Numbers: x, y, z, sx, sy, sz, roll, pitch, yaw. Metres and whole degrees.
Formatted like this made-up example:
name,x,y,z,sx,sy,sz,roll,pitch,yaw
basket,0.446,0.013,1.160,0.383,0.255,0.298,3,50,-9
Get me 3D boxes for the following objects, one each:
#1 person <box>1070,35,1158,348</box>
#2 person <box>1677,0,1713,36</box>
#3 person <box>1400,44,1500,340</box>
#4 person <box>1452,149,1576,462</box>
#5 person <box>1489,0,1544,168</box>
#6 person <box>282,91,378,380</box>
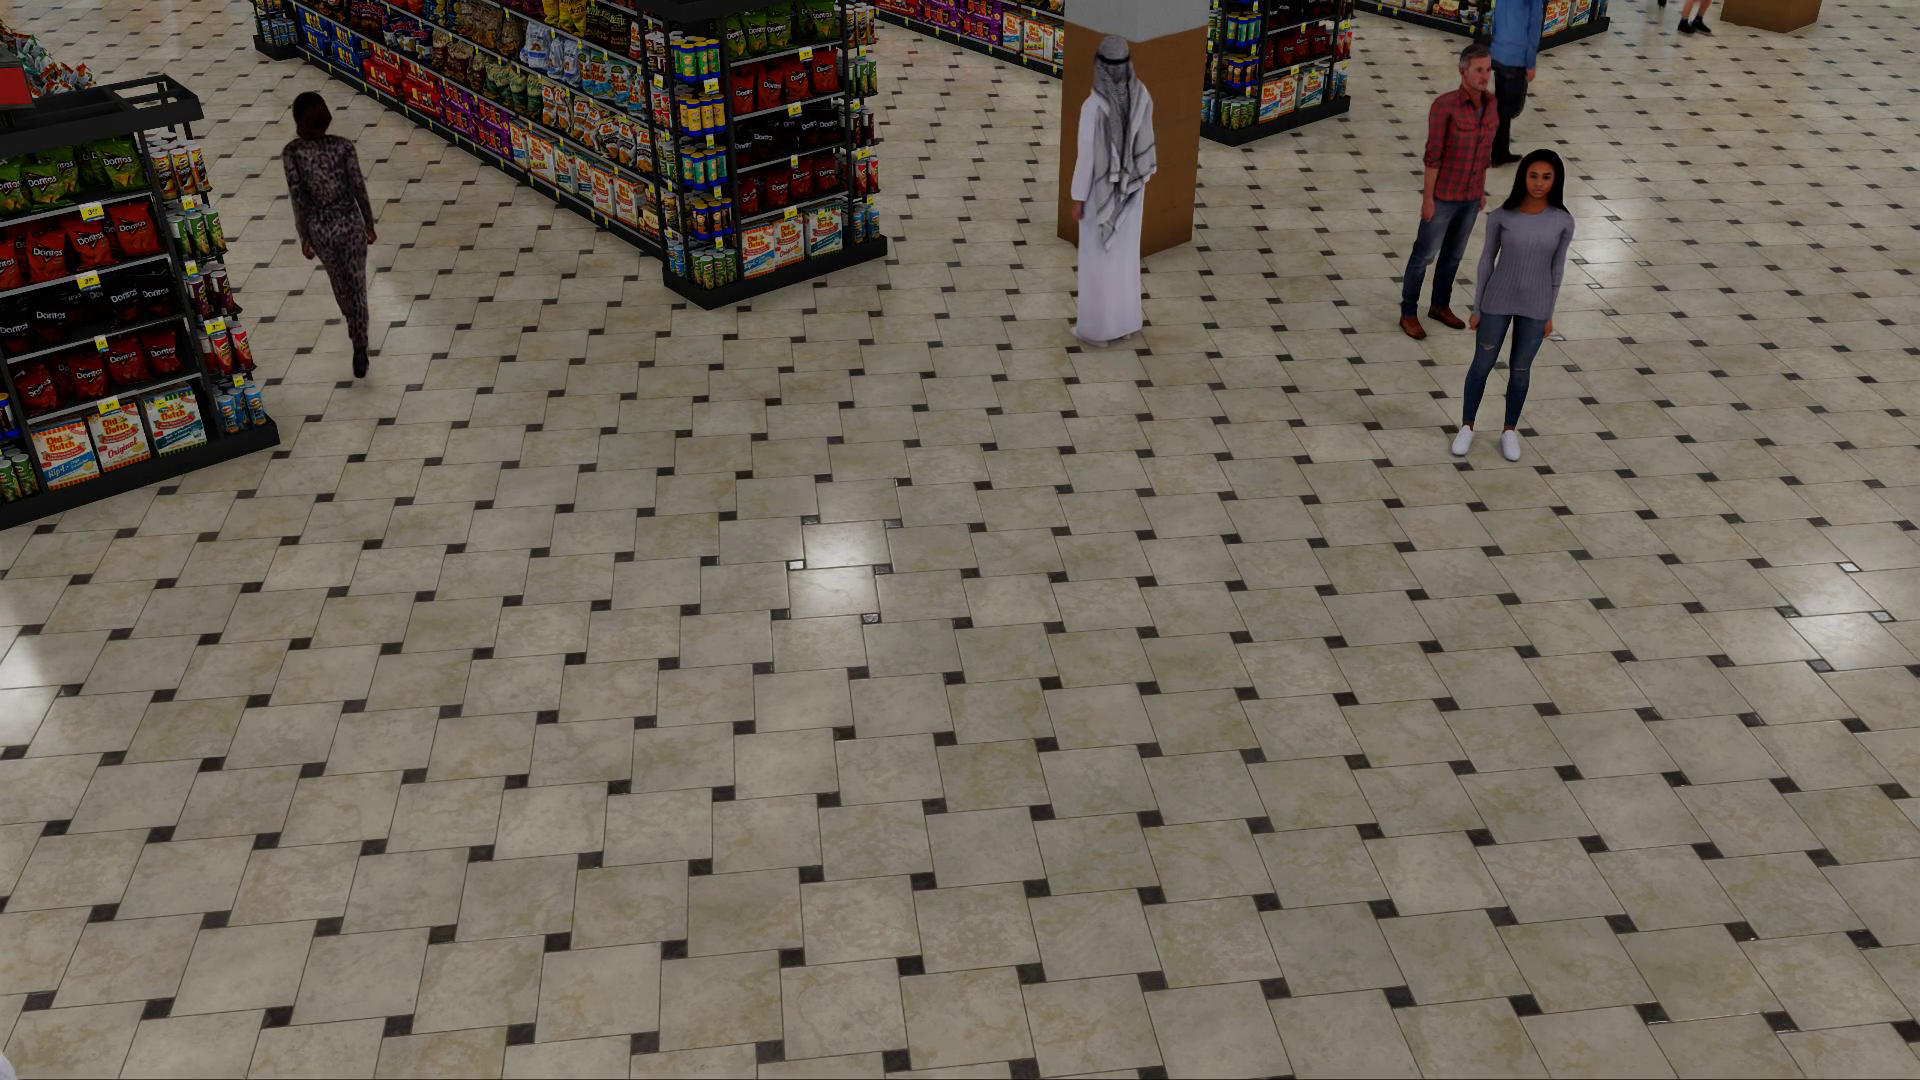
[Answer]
name,x,y,z,sx,sy,sz,roll,pitch,yaw
person,0.933,-2.121,10.199,0.737,1.931,0.690,-17,36,-25
person,7.425,-5.753,16.503,0.580,1.438,0.589,-16,35,-23
person,3.077,-2.190,10.406,0.738,1.830,0.650,-14,35,-22
person,3.005,-1.268,9.014,0.662,1.736,0.747,6,32,10
person,4.236,-3.756,12.947,0.959,1.803,1.014,-9,33,-14
person,-3.698,-1.770,9.889,0.905,1.664,1.234,-9,33,-15
